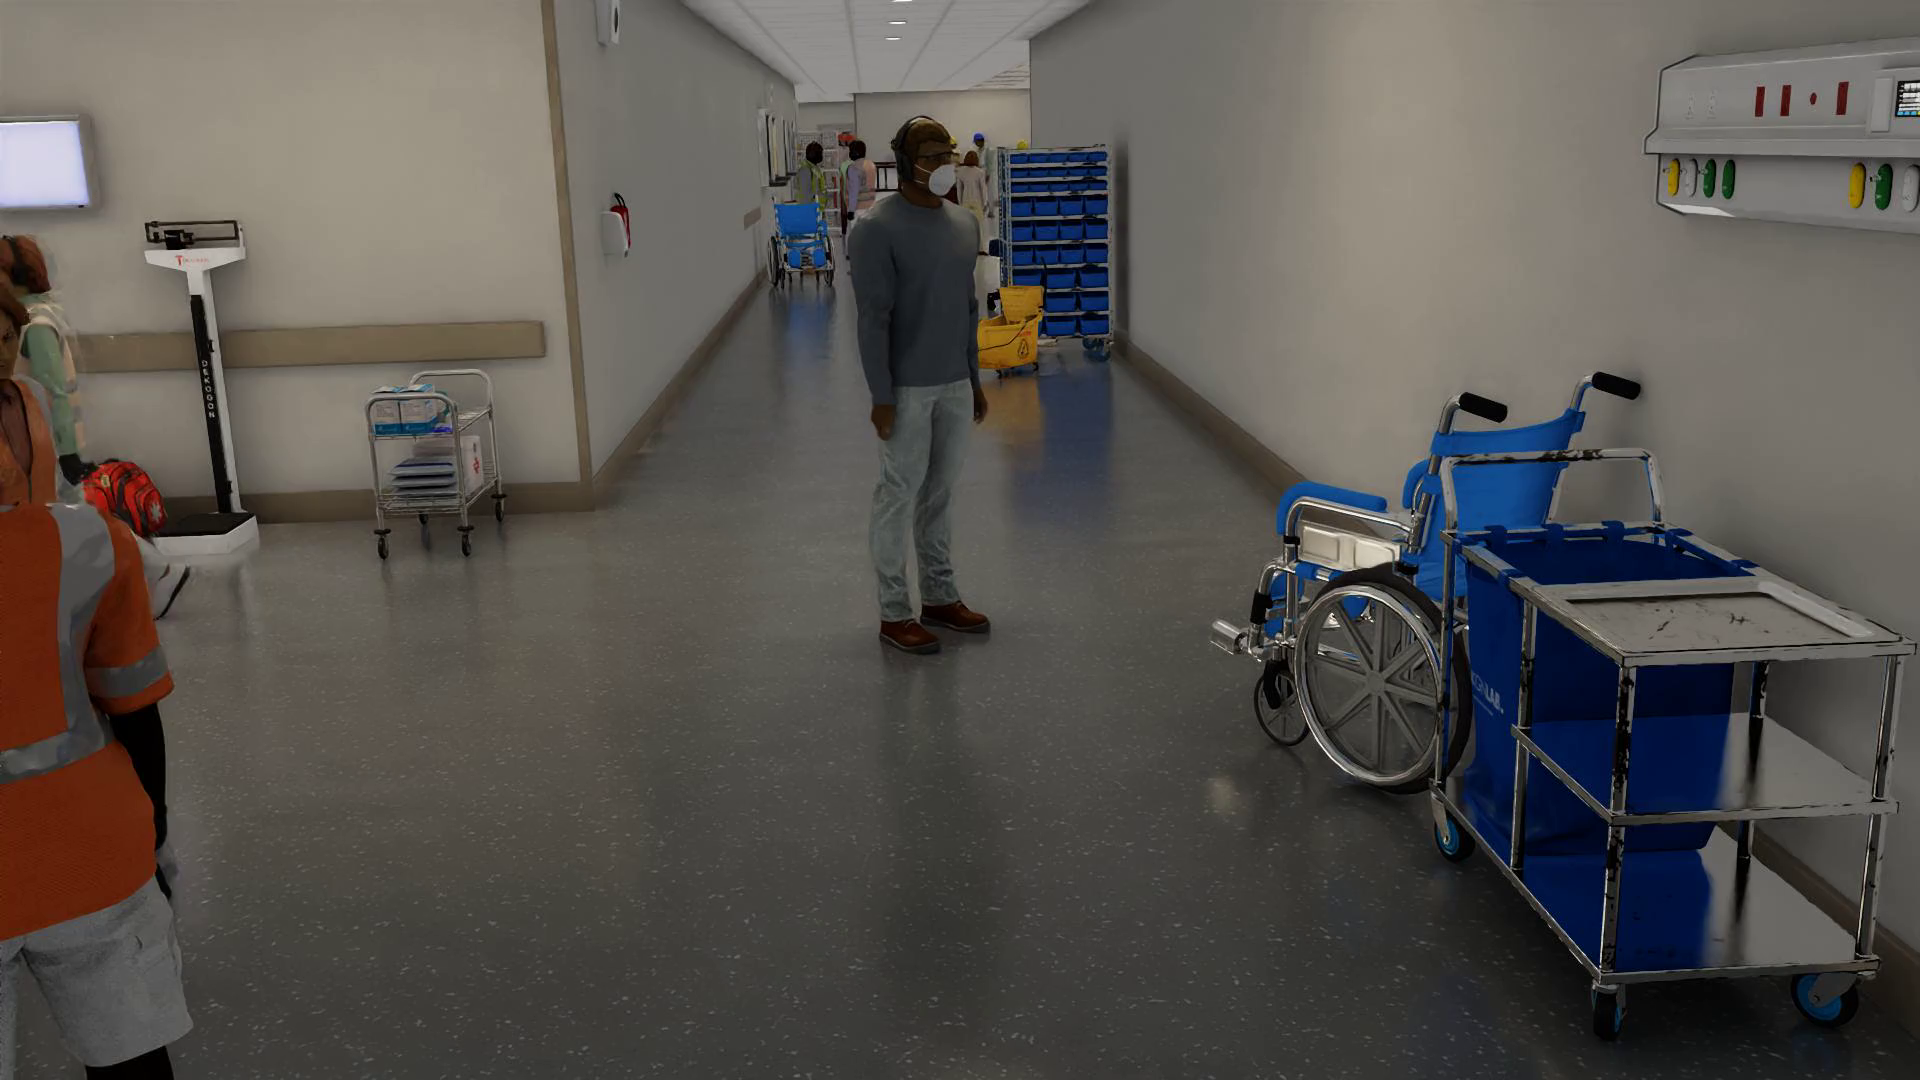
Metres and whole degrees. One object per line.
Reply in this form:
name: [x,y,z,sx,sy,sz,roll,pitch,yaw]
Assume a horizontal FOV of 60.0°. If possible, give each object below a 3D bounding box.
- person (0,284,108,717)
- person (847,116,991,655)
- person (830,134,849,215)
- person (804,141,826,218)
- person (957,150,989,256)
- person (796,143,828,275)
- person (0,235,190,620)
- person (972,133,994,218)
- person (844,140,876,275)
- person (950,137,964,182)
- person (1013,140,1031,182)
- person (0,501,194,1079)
person: [-2.358,0.163,4.091,0.720,1.605,0.533,1,14,11]
person: [-0.125,-0.567,6.143,0.379,1.940,0.629,10,18,40]
person: [-2.931,-9.039,41.202,0.609,1.986,0.410,5,15,27]
person: [-3.480,-8.673,40.070,0.503,1.837,0.342,0,14,6]
person: [0.199,-5.264,26.044,0.498,1.634,0.281,4,15,23]
person: [-2.067,-4.656,23.431,0.430,1.829,0.628,1,14,11]
person: [-3.504,-0.385,6.483,0.768,1.607,0.514,-11,16,-33]
person: [0.479,-8.290,37.900,0.594,1.893,0.796,9,17,37]
person: [-1.399,-4.628,23.188,0.429,1.845,0.627,4,15,23]
person: [-0.165,-9.011,41.073,0.404,1.831,0.600,10,18,40]
person: [1.117,-6.242,29.702,0.526,1.758,0.341,-6,14,-16]
person: [-1.367,0.509,2.369,0.534,1.697,0.322,-13,18,-40]
